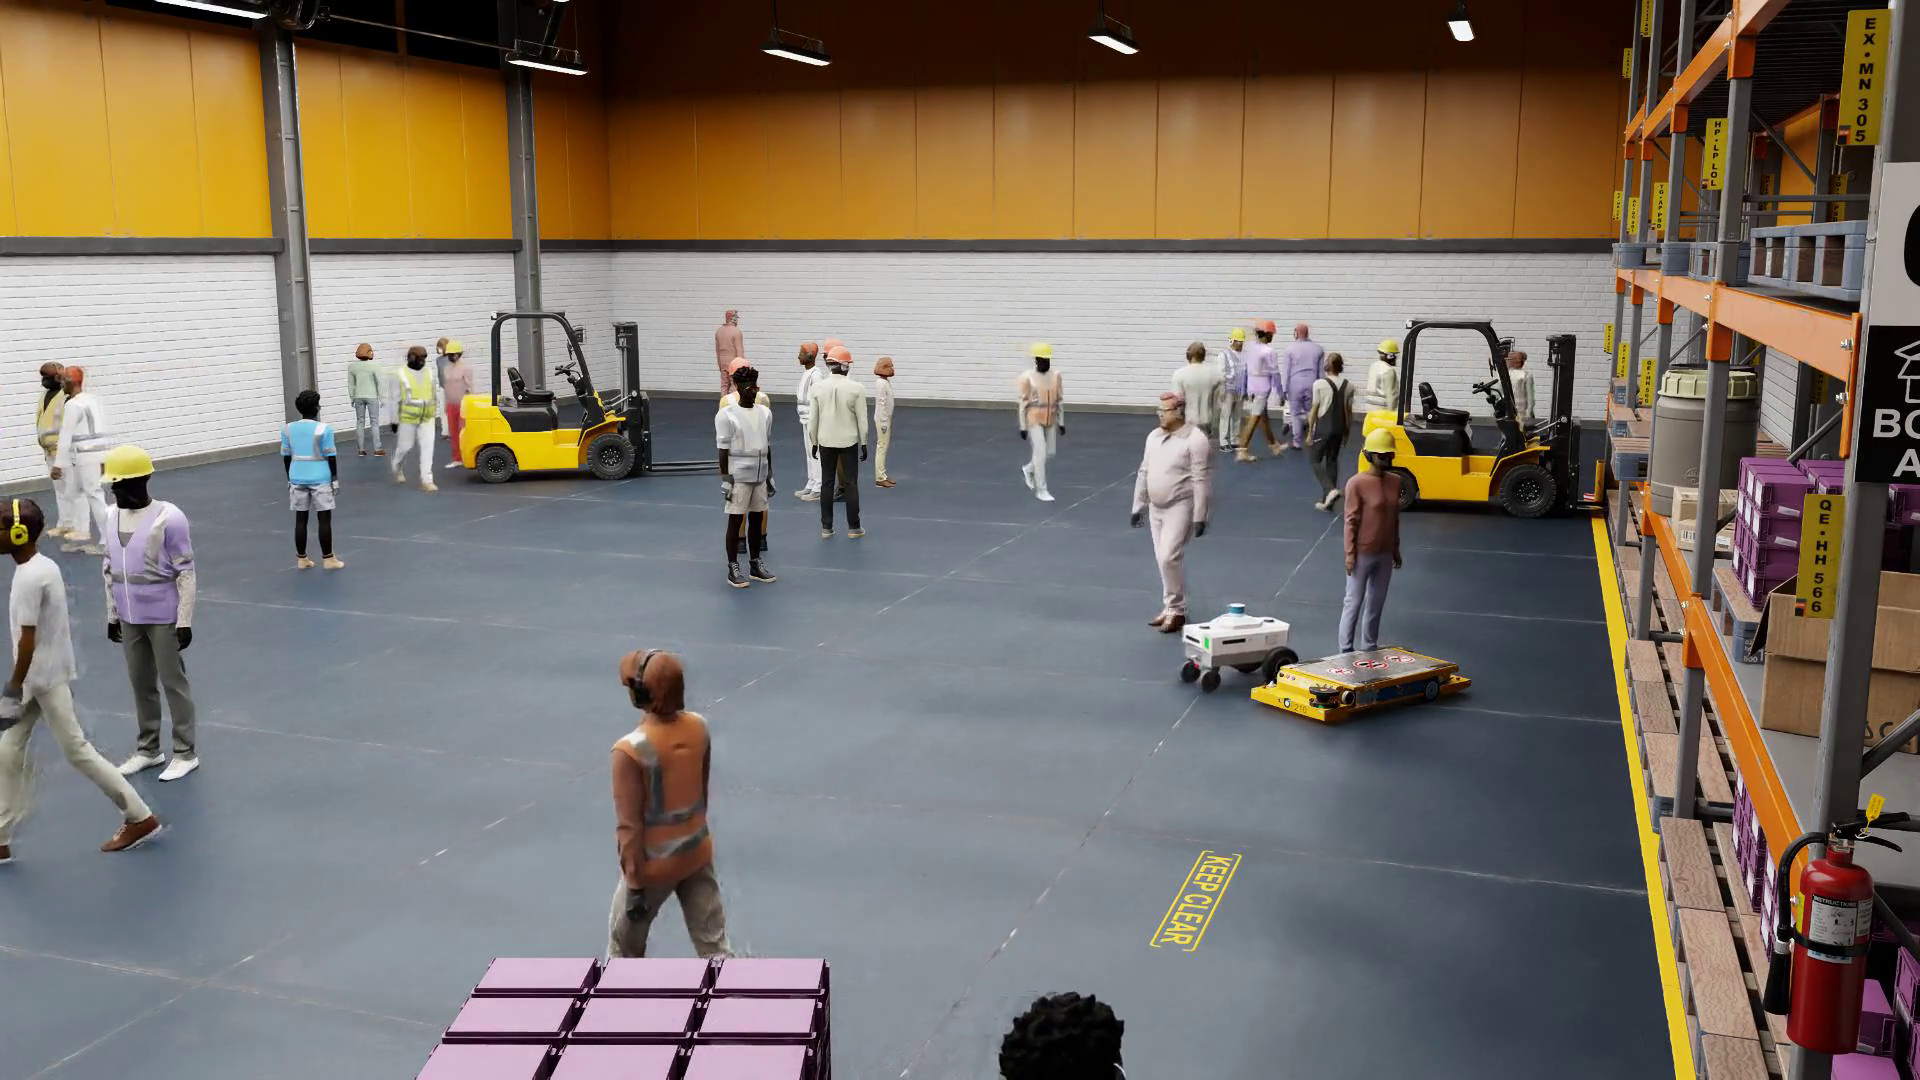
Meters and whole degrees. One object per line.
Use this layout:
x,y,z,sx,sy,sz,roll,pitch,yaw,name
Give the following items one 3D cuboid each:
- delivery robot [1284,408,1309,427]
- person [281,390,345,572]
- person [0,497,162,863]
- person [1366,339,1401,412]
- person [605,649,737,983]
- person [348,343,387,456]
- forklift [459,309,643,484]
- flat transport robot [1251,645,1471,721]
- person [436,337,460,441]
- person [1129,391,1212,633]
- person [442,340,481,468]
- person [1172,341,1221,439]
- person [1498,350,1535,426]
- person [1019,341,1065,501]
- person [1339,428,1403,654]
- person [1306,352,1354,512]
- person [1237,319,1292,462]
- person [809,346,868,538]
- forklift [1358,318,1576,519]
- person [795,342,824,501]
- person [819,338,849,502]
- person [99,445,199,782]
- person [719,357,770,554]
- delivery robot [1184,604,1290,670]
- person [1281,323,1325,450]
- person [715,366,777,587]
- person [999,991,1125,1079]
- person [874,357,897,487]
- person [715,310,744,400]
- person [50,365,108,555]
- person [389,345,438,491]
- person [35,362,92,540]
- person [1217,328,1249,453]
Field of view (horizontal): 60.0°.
5.527,-2.019,26.710,0.707,0.478,0.477,-8,13,-39,delivery robot
-6.025,-0.547,15.467,0.538,1.695,0.320,2,10,10,person
-4.474,0.695,8.146,0.965,1.825,0.533,-6,12,-30,person
5.481,-1.681,21.527,0.418,1.821,0.602,-2,10,-10,person
-1.070,1.174,6.063,0.887,1.592,0.529,7,12,33,person
-8.535,-2.019,23.935,0.506,1.632,0.268,1,10,3,person
-5.354,-1.902,21.697,2.313,2.155,1.214,-2,10,-13,forklift
2.693,0.938,11.119,1.431,0.197,0.652,-7,12,-34,flat transport robot
-7.906,-2.362,25.931,0.496,1.609,0.657,5,11,25,person
1.598,-0.221,13.093,0.558,1.891,0.660,-7,12,-33,person
-6.810,-1.859,22.712,0.541,1.745,0.500,5,11,27,person
2.718,-1.354,19.379,0.650,1.918,0.454,-4,11,-22,person
7.432,-1.741,22.415,0.621,1.616,0.515,-6,12,-32,person
0.928,-1.438,19.896,0.603,1.906,0.690,-7,12,-34,person
2.908,0.093,11.669,0.529,1.767,0.329,-6,12,-32,person
4.199,-1.204,18.803,0.537,1.825,0.476,-3,10,-16,person
4.312,-2.091,23.328,1.041,1.987,0.640,-5,11,-26,person
-1.252,-1.013,17.262,0.618,1.989,0.392,2,10,9,person
5.787,-1.437,19.079,2.313,2.155,1.214,3,11,19,forklift
-1.777,-1.410,19.806,0.355,1.883,0.574,-3,11,-17,person
-1.485,-1.414,19.674,0.361,1.935,0.553,1,10,3,person
-4.609,0.414,9.415,0.594,1.922,0.386,4,11,20,person
-2.132,-0.829,16.402,0.542,1.930,0.374,-7,12,-35,person
1.909,0.683,11.491,0.707,0.478,0.477,-4,11,-22,delivery robot
5.077,-2.254,24.574,0.655,1.884,0.520,-3,10,-15,person
-1.896,-0.572,14.852,0.367,1.966,0.607,9,14,42,person
0.227,1.647,3.125,0.528,1.676,0.557,0,10,-2,person
-0.940,-1.482,20.905,0.278,1.635,0.506,1,10,3,person
-3.978,-3.067,29.072,0.644,1.907,0.399,9,14,43,person
-8.636,-0.763,16.248,0.712,1.853,0.594,-3,10,-15,person
-6.812,-1.529,20.708,0.637,1.807,0.859,-9,14,-43,person
-9.271,-0.920,17.167,0.634,1.839,0.429,6,12,32,person
4.032,-2.200,24.425,0.586,1.823,0.403,-8,13,-38,person
